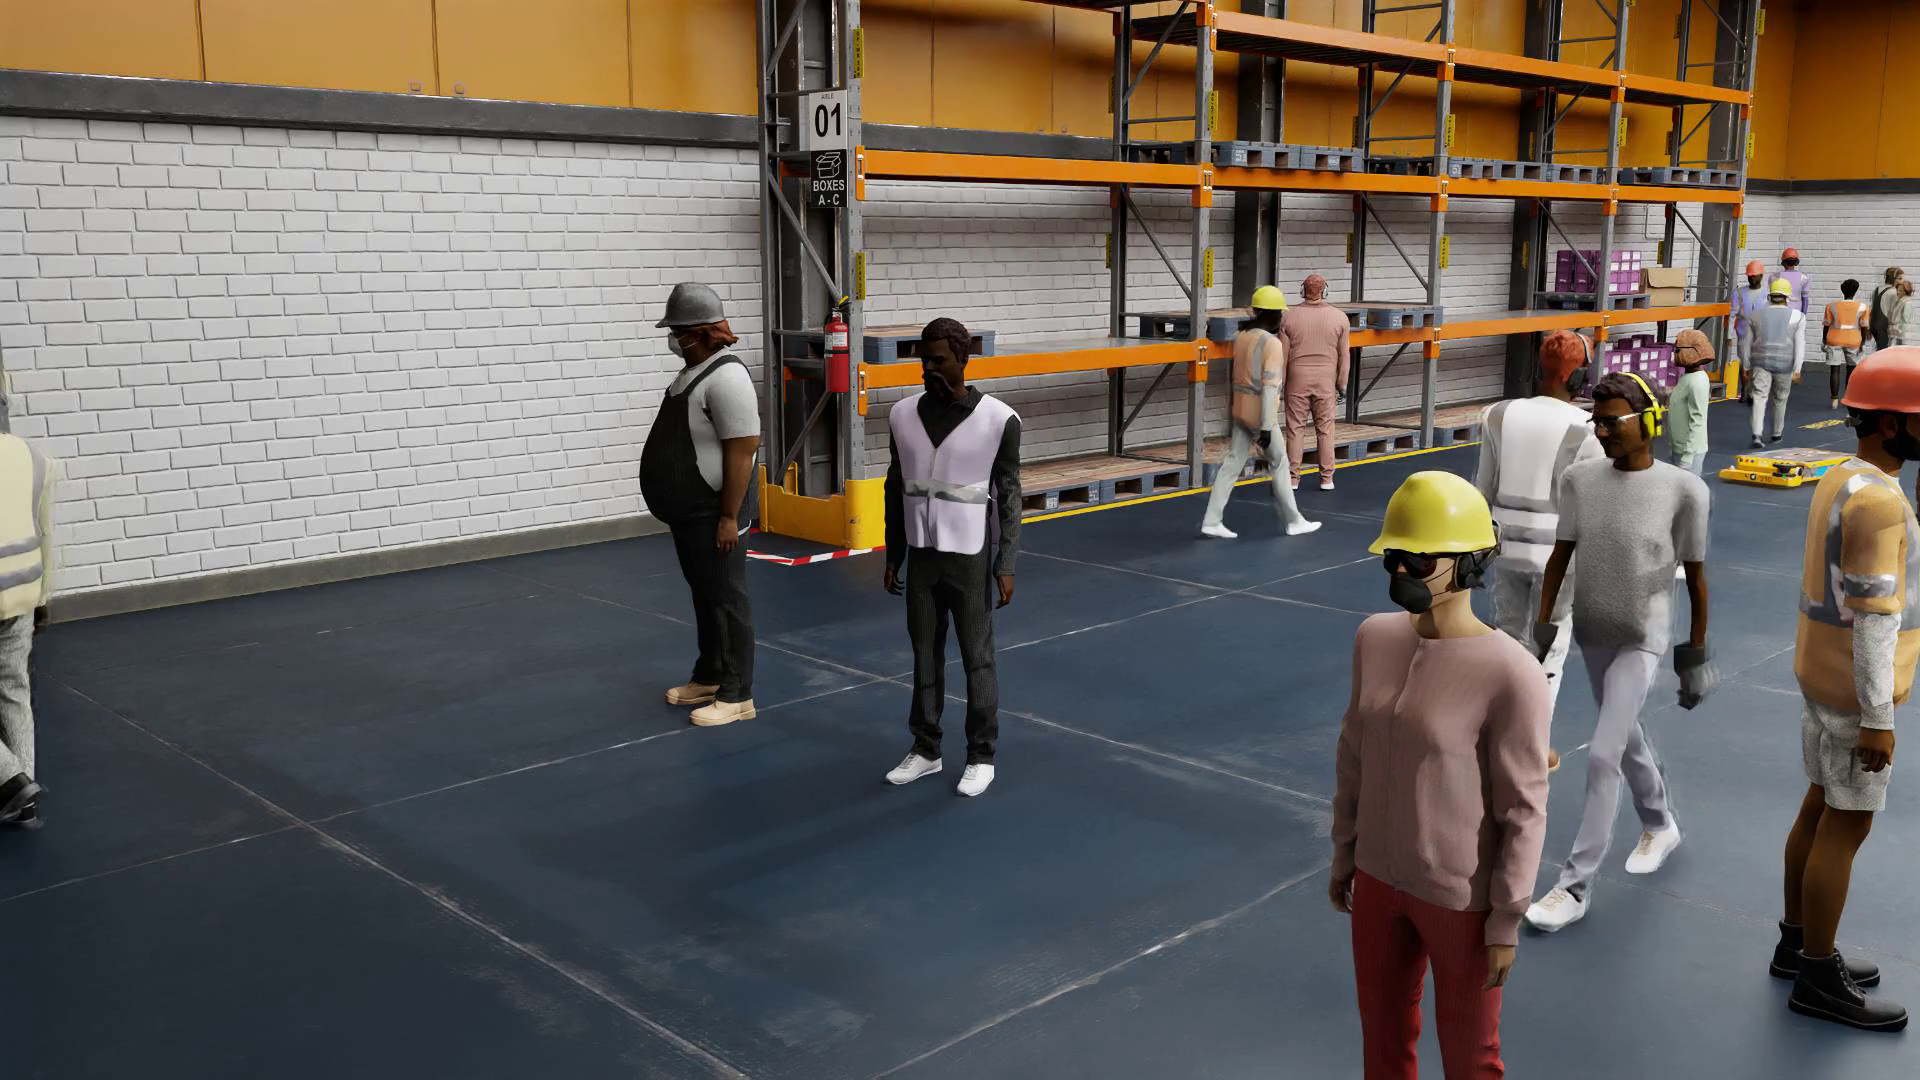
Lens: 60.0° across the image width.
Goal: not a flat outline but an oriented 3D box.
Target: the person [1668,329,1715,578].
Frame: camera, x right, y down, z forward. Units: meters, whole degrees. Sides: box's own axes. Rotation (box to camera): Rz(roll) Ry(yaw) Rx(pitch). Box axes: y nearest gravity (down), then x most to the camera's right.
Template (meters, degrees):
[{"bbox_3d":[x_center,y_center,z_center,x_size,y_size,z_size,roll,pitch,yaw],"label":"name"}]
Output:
[{"bbox_3d":[4.752,-0.562,10.921,0.279,1.633,0.501,3,11,13],"label":"person"}]

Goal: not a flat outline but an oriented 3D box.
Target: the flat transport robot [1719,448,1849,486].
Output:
[{"bbox_3d":[7.690,-0.683,15.300,1.431,0.197,0.652,-7,13,-35],"label":"flat transport robot"}]

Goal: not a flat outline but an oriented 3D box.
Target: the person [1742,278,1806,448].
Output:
[{"bbox_3d":[8.629,-1.875,17.663,0.603,1.788,0.954,7,12,32],"label":"person"}]

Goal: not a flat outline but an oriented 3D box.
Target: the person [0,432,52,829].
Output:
[{"bbox_3d":[-3.637,0.216,6.171,0.423,1.813,0.612,4,11,20],"label":"person"}]

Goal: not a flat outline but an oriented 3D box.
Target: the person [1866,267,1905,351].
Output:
[{"bbox_3d":[13.187,-3.013,23.866,0.787,1.808,0.547,-1,10,-6],"label":"person"}]

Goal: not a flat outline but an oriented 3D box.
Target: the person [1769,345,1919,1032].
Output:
[{"bbox_3d":[2.589,0.415,4.761,0.356,1.936,0.551,3,11,16],"label":"person"}]

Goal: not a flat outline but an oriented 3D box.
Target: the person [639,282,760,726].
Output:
[{"bbox_3d":[-1.204,-0.171,7.678,0.534,2.000,0.686,-5,11,-24],"label":"person"}]

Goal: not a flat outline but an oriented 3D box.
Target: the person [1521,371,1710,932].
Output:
[{"bbox_3d":[2.228,0.334,5.576,1.033,1.817,0.492,-8,13,-37],"label":"person"}]

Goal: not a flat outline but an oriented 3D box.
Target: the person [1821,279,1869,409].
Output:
[{"bbox_3d":[11.528,-2.557,21.709,0.538,1.670,0.739,5,11,24],"label":"person"}]

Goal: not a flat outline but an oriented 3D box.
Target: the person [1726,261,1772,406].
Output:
[{"bbox_3d":[10.452,-2.726,22.004,0.570,1.887,0.964,6,12,31],"label":"person"}]

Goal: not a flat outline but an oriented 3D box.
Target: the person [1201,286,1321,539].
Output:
[{"bbox_3d":[2.209,-0.931,12.272,0.986,1.873,0.606,-4,11,-21],"label":"person"}]

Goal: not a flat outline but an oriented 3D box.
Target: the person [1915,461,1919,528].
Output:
[{"bbox_3d":[7.151,-0.900,12.001,0.563,1.903,0.872,9,14,42],"label":"person"}]

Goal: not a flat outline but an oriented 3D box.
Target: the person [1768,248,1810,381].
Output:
[{"bbox_3d":[12.762,-3.480,25.707,0.608,2.048,0.365,2,11,9],"label":"person"}]

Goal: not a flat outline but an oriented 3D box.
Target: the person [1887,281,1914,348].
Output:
[{"bbox_3d":[13.274,-2.855,23.484,0.647,1.612,0.530,2,11,12],"label":"person"}]

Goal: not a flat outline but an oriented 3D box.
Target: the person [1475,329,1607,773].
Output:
[{"bbox_3d":[2.317,0.082,6.759,0.525,1.869,0.595,-9,14,-41],"label":"person"}]

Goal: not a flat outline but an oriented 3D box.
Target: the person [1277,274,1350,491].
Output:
[{"bbox_3d":[3.077,-1.373,14.599,0.654,1.906,0.407,1,10,5],"label":"person"}]

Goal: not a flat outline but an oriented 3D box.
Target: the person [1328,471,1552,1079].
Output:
[{"bbox_3d":[0.977,0.731,3.511,0.314,1.768,0.527,-7,12,-32],"label":"person"}]

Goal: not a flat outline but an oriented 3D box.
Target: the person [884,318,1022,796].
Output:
[{"bbox_3d":[-0.037,0.065,6.725,0.598,1.917,0.378,5,12,27],"label":"person"}]
